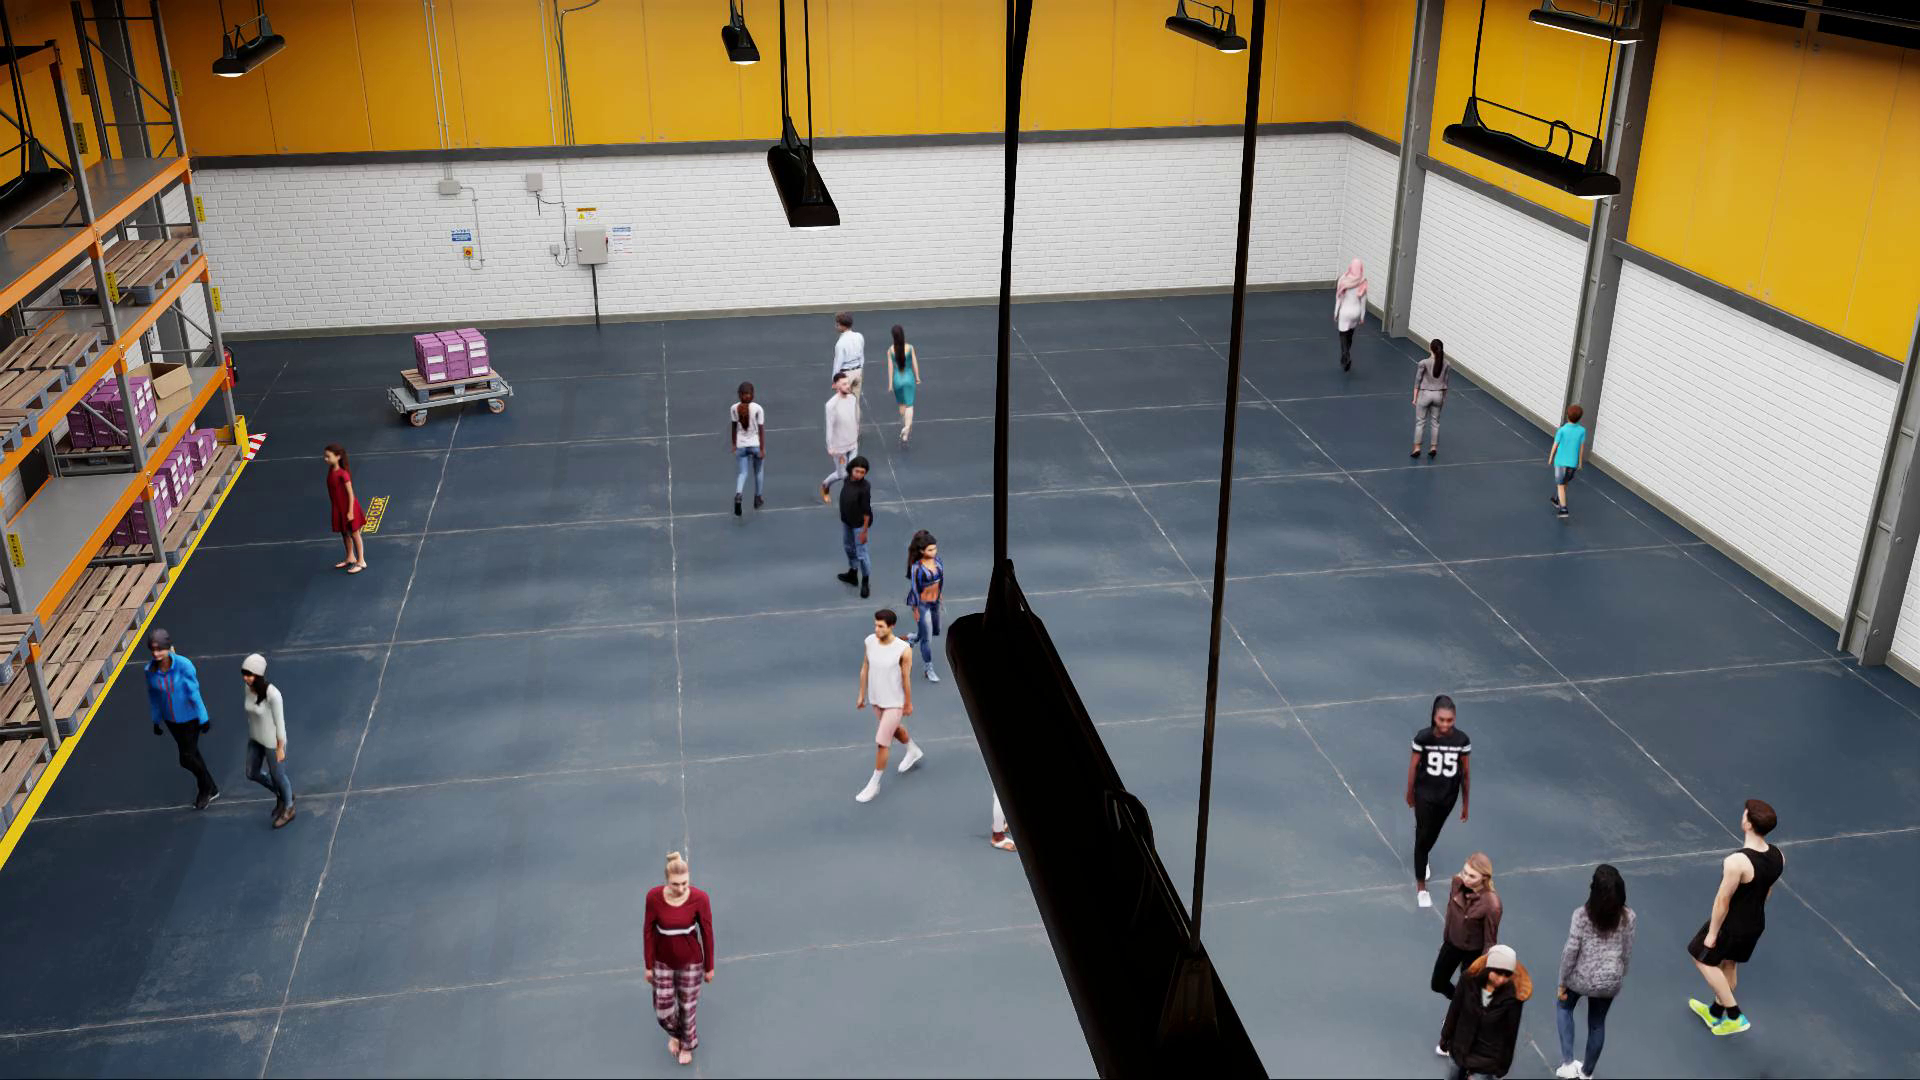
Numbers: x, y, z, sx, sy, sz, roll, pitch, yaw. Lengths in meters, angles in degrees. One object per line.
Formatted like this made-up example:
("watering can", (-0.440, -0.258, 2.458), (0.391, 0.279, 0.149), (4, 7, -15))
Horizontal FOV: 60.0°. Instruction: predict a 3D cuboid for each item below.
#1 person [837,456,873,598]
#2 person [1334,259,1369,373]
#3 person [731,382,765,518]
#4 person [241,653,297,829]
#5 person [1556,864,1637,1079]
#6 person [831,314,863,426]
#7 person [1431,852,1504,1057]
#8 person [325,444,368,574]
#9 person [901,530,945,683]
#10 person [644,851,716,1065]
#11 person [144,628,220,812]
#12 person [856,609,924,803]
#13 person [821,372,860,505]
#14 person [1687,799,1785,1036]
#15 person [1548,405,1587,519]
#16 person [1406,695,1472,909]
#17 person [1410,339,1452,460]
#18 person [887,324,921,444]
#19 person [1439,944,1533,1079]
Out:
("person", (-1.165, -0.187, 18.610), (0.921, 1.673, 0.802), (-16, 28, -33))
("person", (6.107, -3.492, 26.039), (0.797, 1.779, 1.147), (2, 24, 4))
("person", (-2.642, -1.103, 20.677), (0.791, 1.697, 1.072), (3, 24, 8))
("person", (-5.915, 1.687, 14.363), (0.705, 1.642, 0.755), (12, 26, 25))
("person", (4.290, 3.016, 11.228), (0.731, 1.718, 0.735), (3, 24, 8))
("person", (-1.566, -2.278, 23.188), (0.780, 1.838, 0.794), (-13, 27, -26))
("person", (3.606, 2.853, 11.635), (0.797, 1.690, 0.712), (-12, 26, -26))
("person", (-7.111, -0.390, 19.226), (0.682, 1.552, 0.742), (18, 29, 35))
("person", (-0.384, 0.644, 16.787), (0.953, 1.611, 0.862), (21, 31, 40))
("person", (-1.956, 2.879, 11.574), (0.653, 1.693, 0.614), (-2, 24, -5))
("person", (-6.744, 1.529, 14.544), (0.763, 1.785, 0.779), (6, 24, 13))
("person", (-0.586, 1.399, 14.893), (1.166, 1.744, 1.162), (19, 30, 36))
("person", (-1.506, -1.234, 20.811), (1.038, 1.829, 0.954), (20, 31, 39))
("person", (5.511, 2.724, 11.695), (0.806, 1.879, 0.869), (-10, 26, -22))
("person", (7.567, -0.959, 20.691), (0.603, 1.422, 0.960), (-1, 24, -2))
("person", (3.850, 2.033, 13.500), (0.752, 1.698, 1.121), (0, 24, 1))
("person", (6.374, -1.910, 22.549), (0.620, 1.675, 0.579), (-2, 24, -5))
("person", (-0.788, -2.133, 23.089), (0.642, 1.651, 0.983), (-1, 24, -2))
("person", (3.392, 3.248, 10.823), (0.935, 1.617, 0.989), (18, 29, 35))
